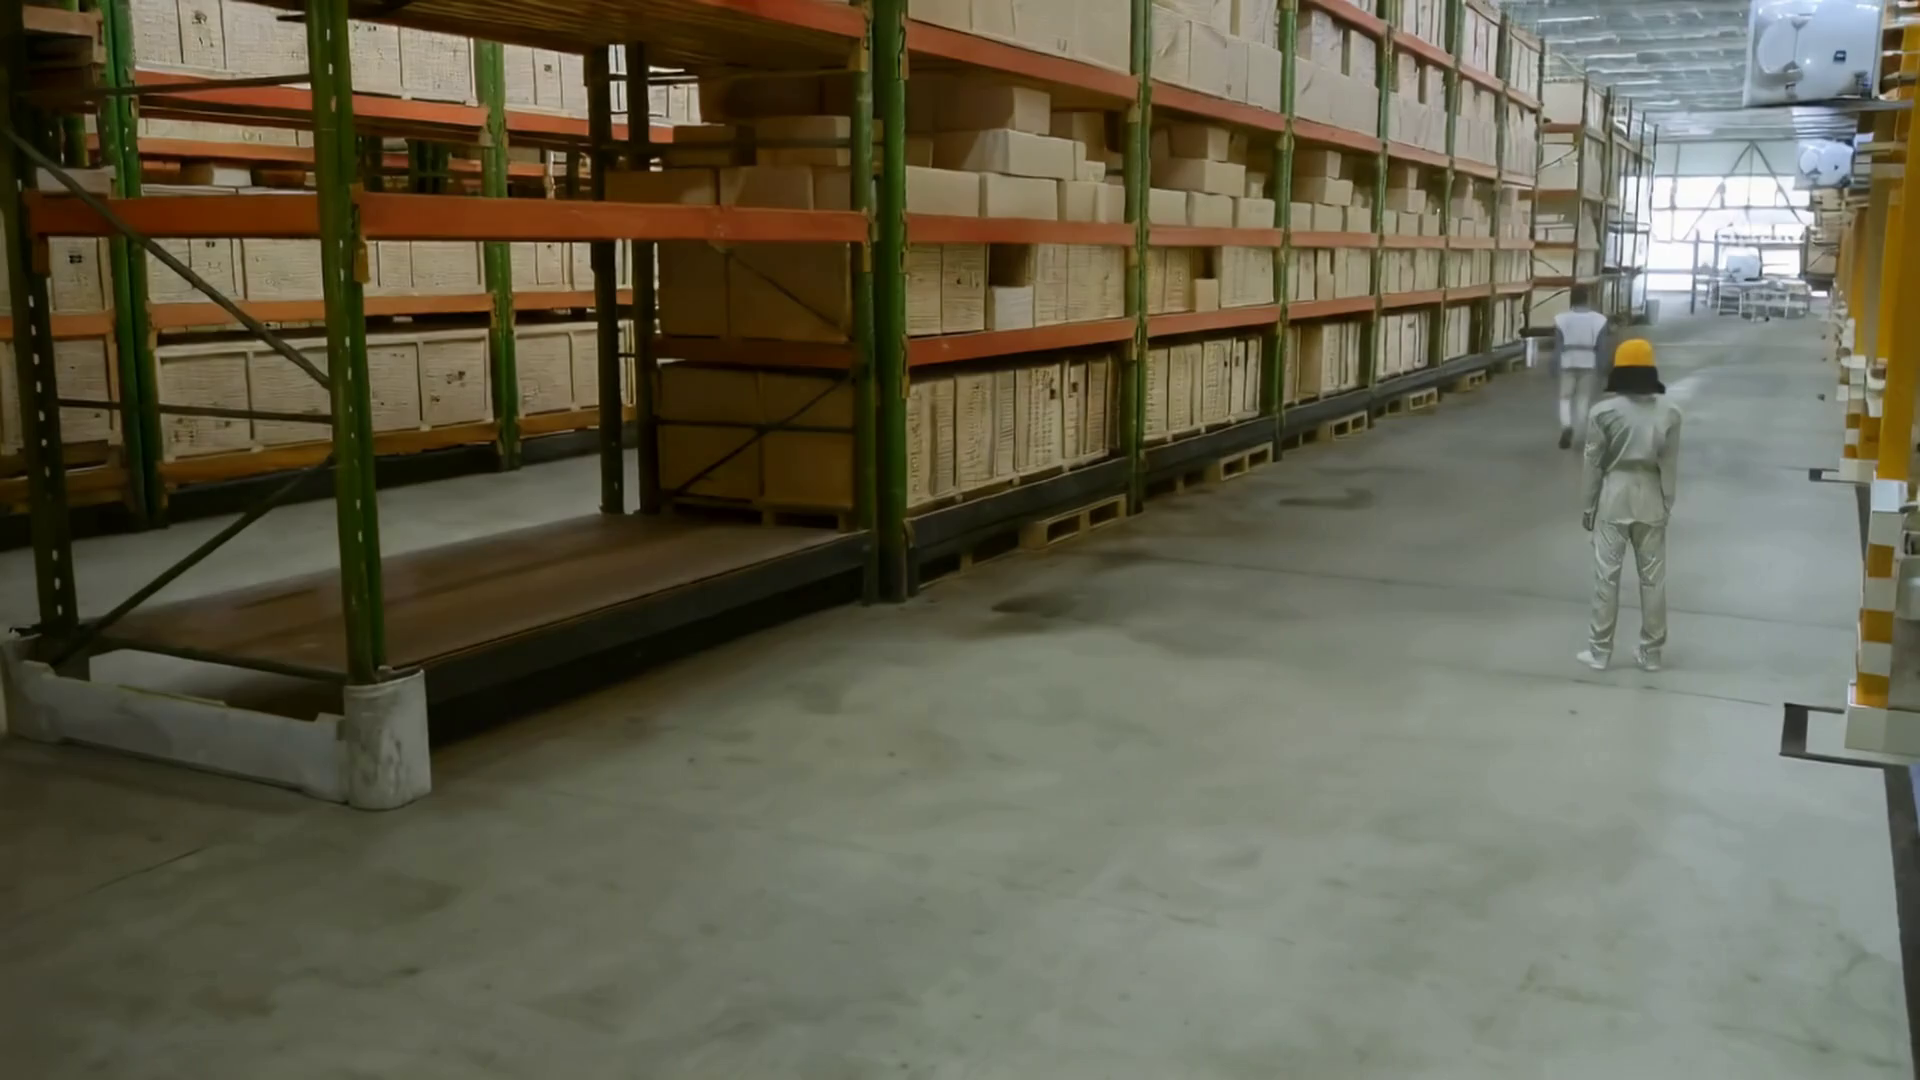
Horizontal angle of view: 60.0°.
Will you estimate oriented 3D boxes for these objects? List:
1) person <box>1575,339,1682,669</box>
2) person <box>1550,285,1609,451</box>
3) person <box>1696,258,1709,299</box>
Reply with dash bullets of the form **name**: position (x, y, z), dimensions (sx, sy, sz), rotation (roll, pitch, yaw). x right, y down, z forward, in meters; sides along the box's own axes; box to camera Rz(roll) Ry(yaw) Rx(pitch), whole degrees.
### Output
- **person**: position (3.506, -0.185, 8.743), dimensions (0.483, 1.735, 0.341), rotation (0, 10, 0)
- **person**: position (6.775, -1.872, 18.216), dimensions (0.587, 1.829, 0.460), rotation (3, 10, 18)
- **person**: position (35.355, -12.464, 79.302), dimensions (0.650, 1.904, 0.898), rotation (-5, 11, -29)
